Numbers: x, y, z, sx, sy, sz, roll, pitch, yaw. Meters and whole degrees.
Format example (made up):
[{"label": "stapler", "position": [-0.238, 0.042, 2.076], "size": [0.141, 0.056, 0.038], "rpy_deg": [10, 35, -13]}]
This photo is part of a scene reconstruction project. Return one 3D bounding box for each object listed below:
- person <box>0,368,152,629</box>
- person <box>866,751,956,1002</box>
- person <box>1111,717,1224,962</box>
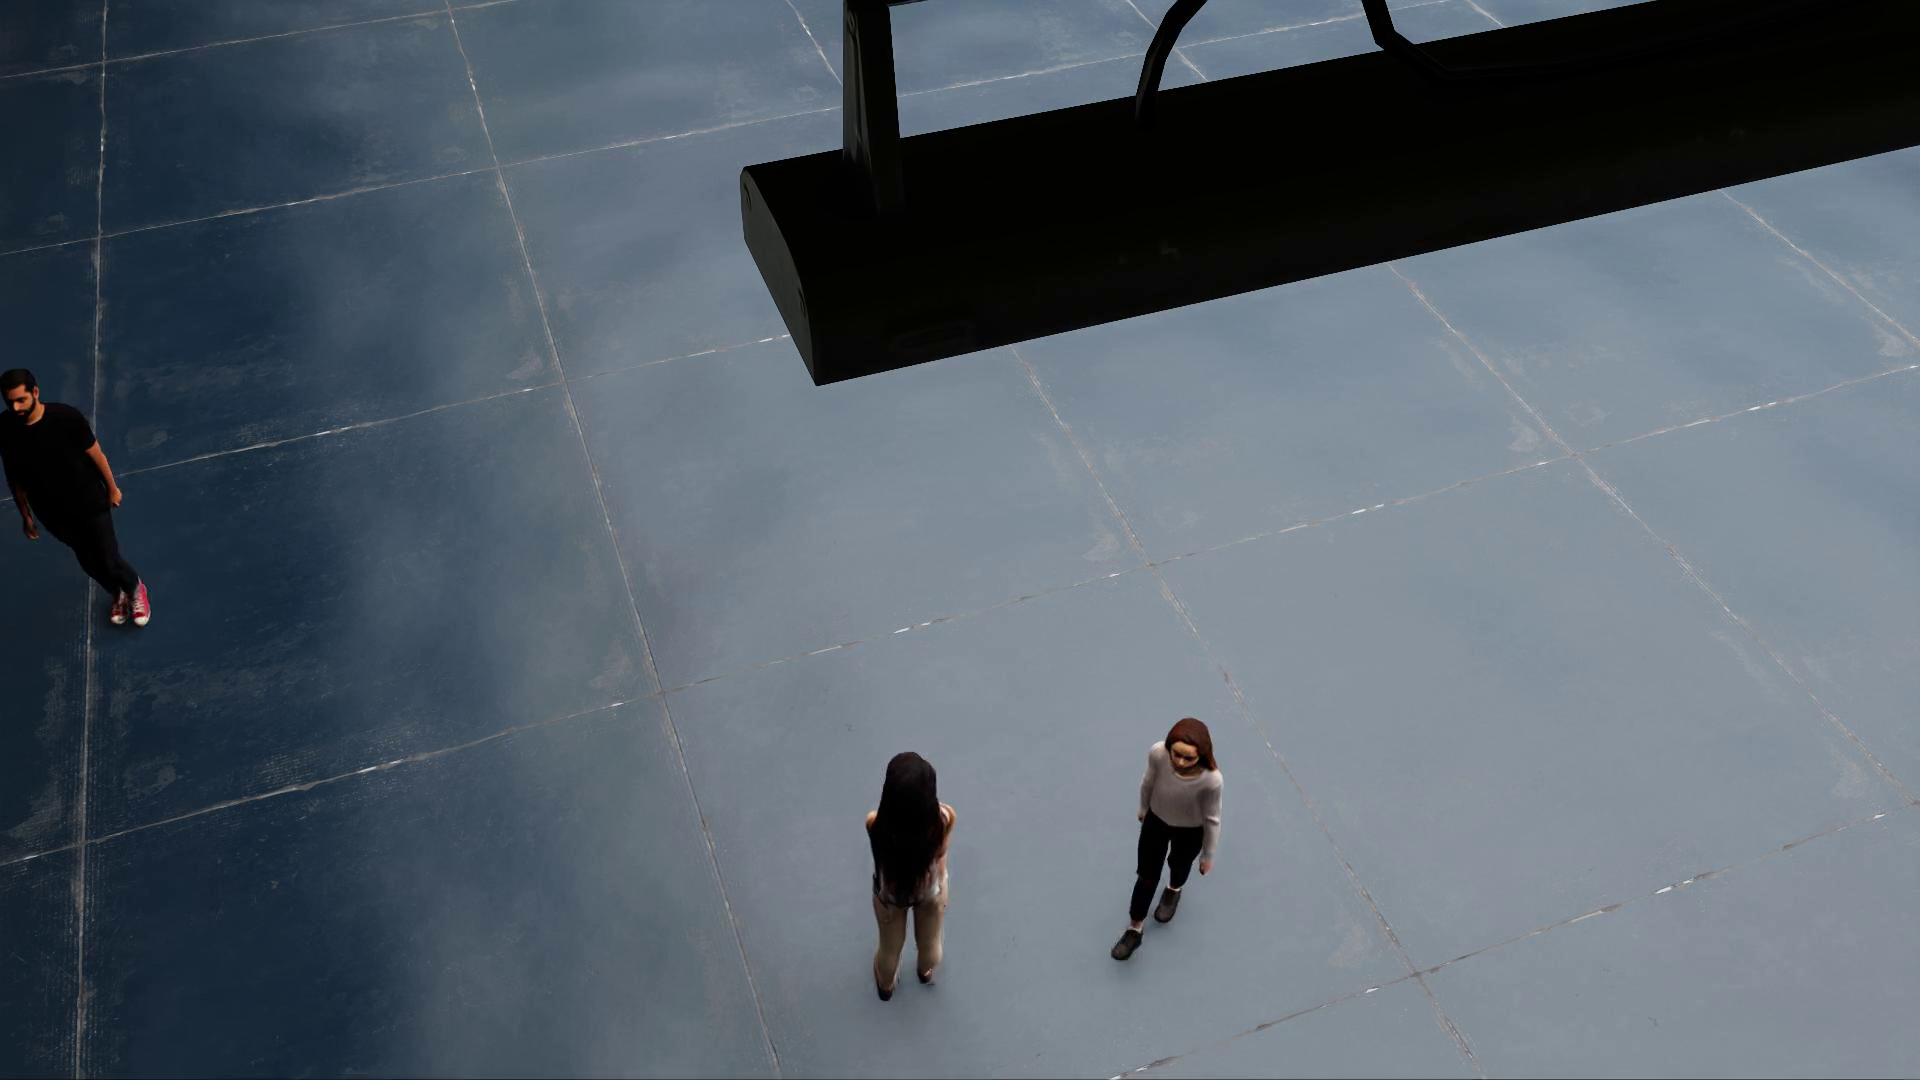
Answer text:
[{"label": "person", "position": [-4.885, -0.264, 9.156], "size": [0.686, 1.746, 0.679], "rpy_deg": [-6, 43, -6]}, {"label": "person", "position": [-0.207, 1.497, 7.336], "size": [0.582, 1.655, 0.650], "rpy_deg": [-7, 43, -7]}, {"label": "person", "position": [1.028, 1.278, 7.708], "size": [0.855, 1.467, 0.905], "rpy_deg": [20, 47, 20]}]
